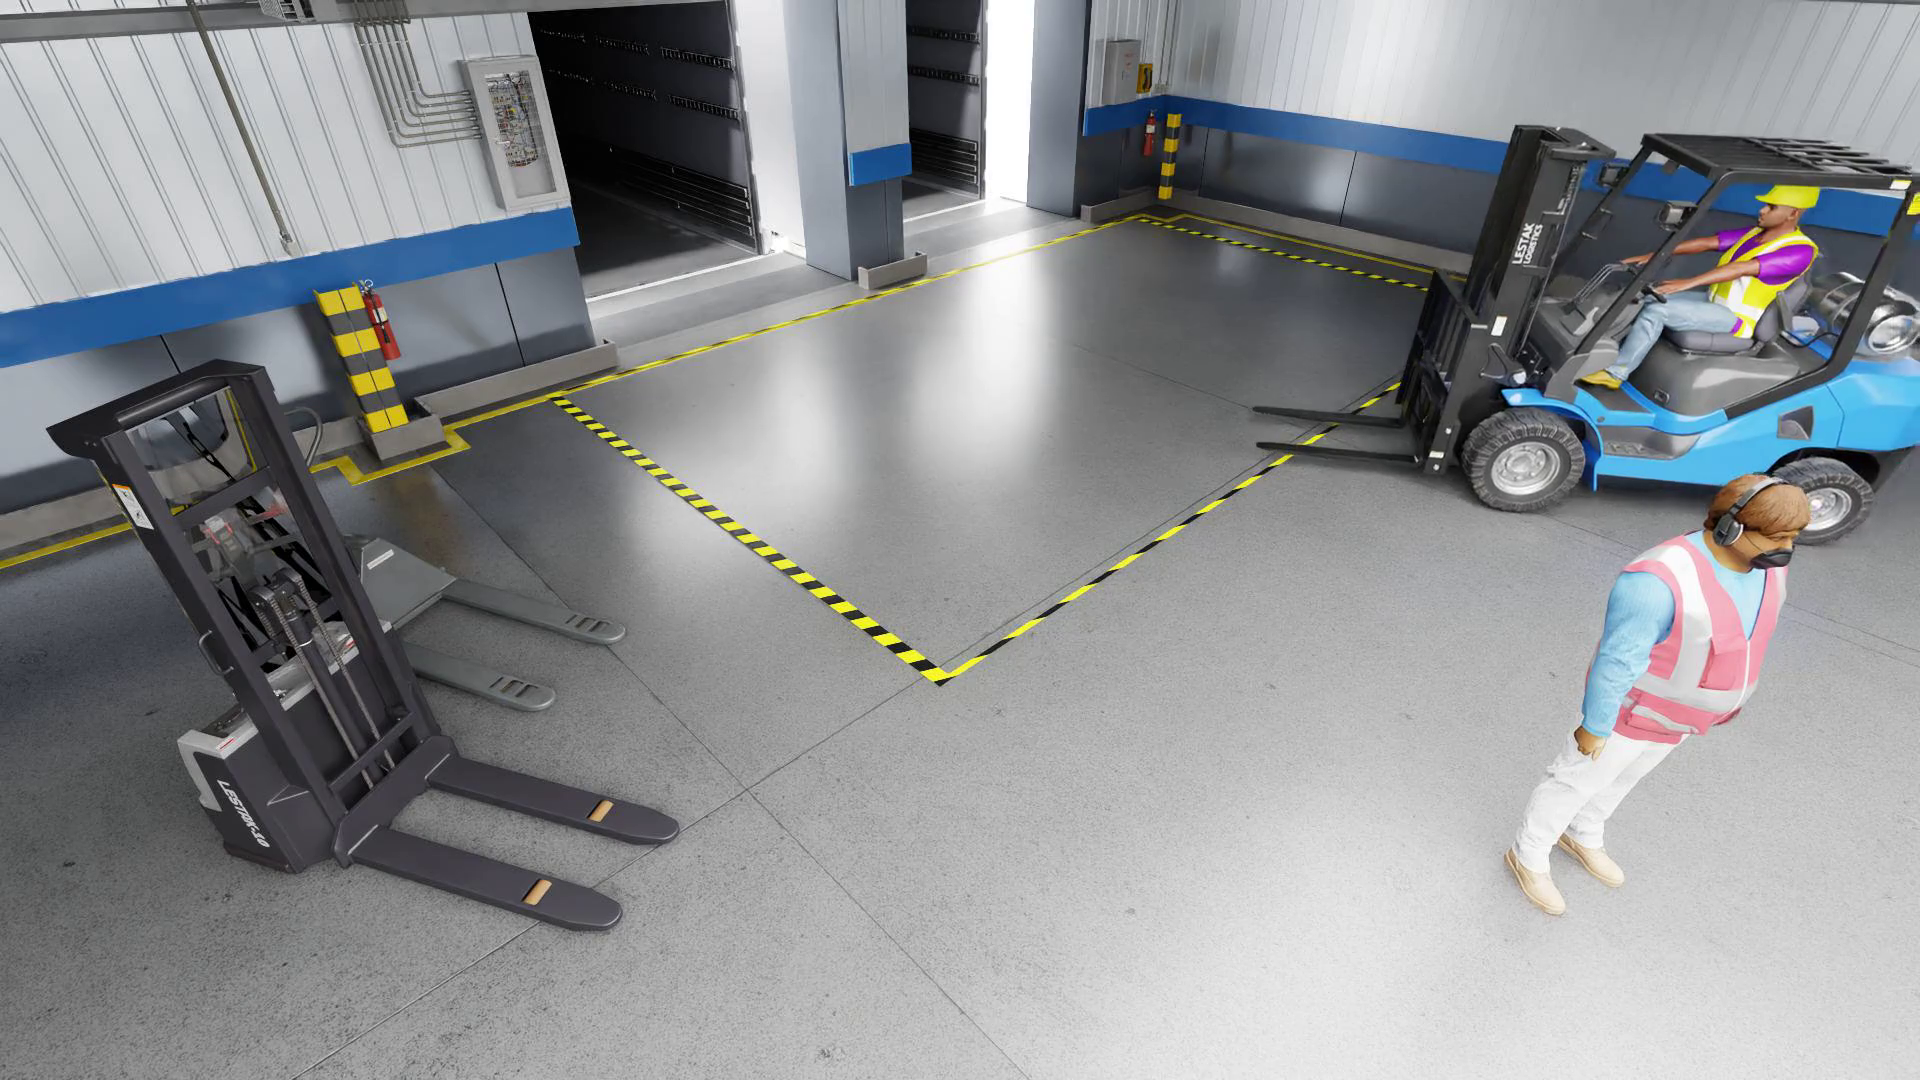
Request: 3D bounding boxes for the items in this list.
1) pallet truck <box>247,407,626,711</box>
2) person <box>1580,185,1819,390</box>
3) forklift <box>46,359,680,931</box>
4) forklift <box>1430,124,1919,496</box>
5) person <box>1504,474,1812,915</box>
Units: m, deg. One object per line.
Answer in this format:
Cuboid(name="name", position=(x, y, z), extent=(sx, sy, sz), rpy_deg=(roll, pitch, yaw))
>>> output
Cuboid(name="pallet truck", position=(-2.628, 0.038, 4.590), extent=(1.601, 1.201, 0.680), rpy_deg=(12, 36, 18))
Cuboid(name="person", position=(4.432, -1.558, 5.617), extent=(1.004, 1.293, 0.635), rpy_deg=(7, 35, 10))
Cuboid(name="forklift", position=(-2.135, 0.422, 3.354), extent=(1.885, 1.965, 0.823), rpy_deg=(10, 35, 14))
Cuboid(name="forklift", position=(4.489, -1.392, 5.706), extent=(2.680, 2.036, 1.157), rpy_deg=(7, 35, 10))
Cuboid(name="person", position=(2.446, 0.589, 3.246), extent=(0.626, 1.844, 0.429), rpy_deg=(-12, 36, -17))
